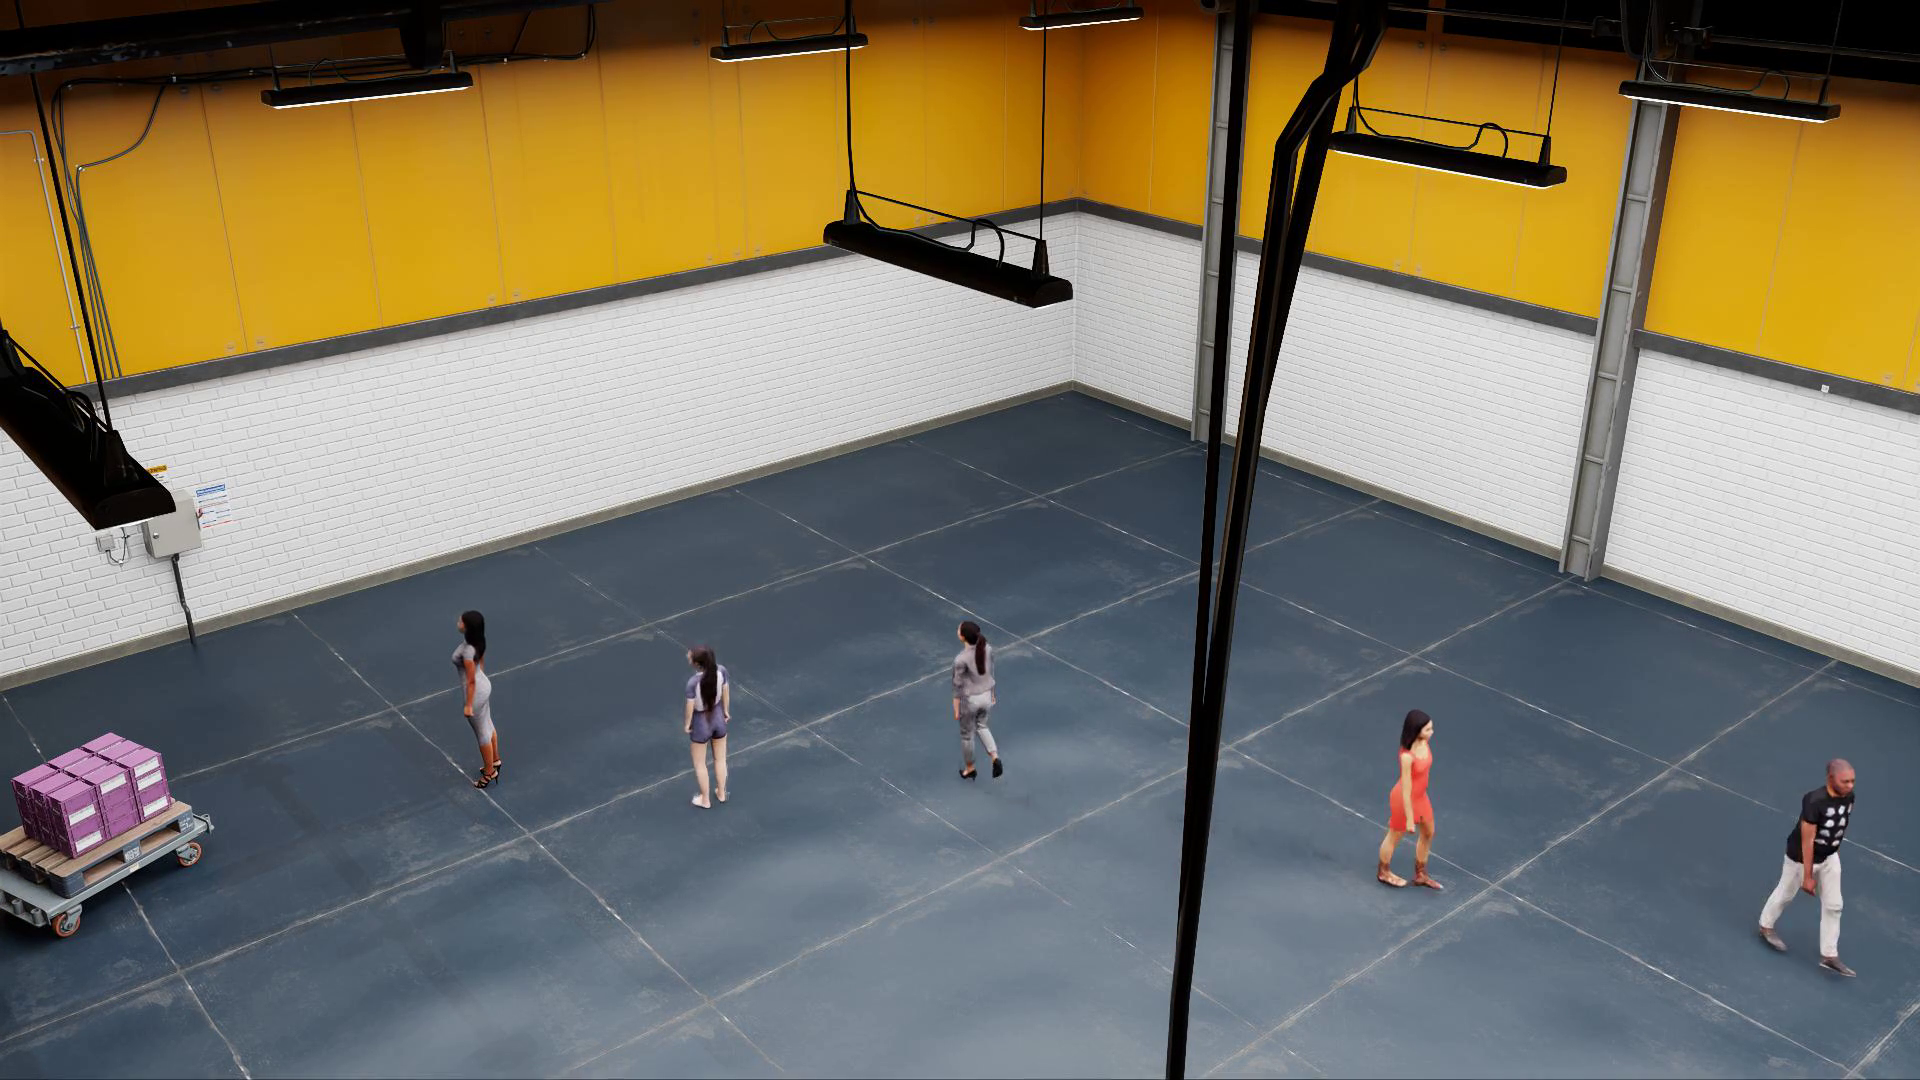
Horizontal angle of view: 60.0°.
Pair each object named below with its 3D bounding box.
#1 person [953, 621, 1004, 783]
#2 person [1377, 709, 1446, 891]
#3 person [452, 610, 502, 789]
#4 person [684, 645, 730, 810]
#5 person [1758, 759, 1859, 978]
[{"bbox_3d":[0.187,1.537,15.327,0.631,1.663,0.749,-18,29,-35],"label":"person"},{"bbox_3d":[3.656,2.160,13.856,0.876,1.700,0.762,14,27,30],"label":"person"},{"bbox_3d":[-4.453,1.453,15.375,0.730,1.778,0.655,0,24,0],"label":"person"},{"bbox_3d":[-2.285,1.666,15.059,0.604,1.641,0.512,-13,27,-28],"label":"person"},{"bbox_3d":[6.622,2.465,13.072,0.926,1.769,1.163,-7,25,-15],"label":"person"}]
